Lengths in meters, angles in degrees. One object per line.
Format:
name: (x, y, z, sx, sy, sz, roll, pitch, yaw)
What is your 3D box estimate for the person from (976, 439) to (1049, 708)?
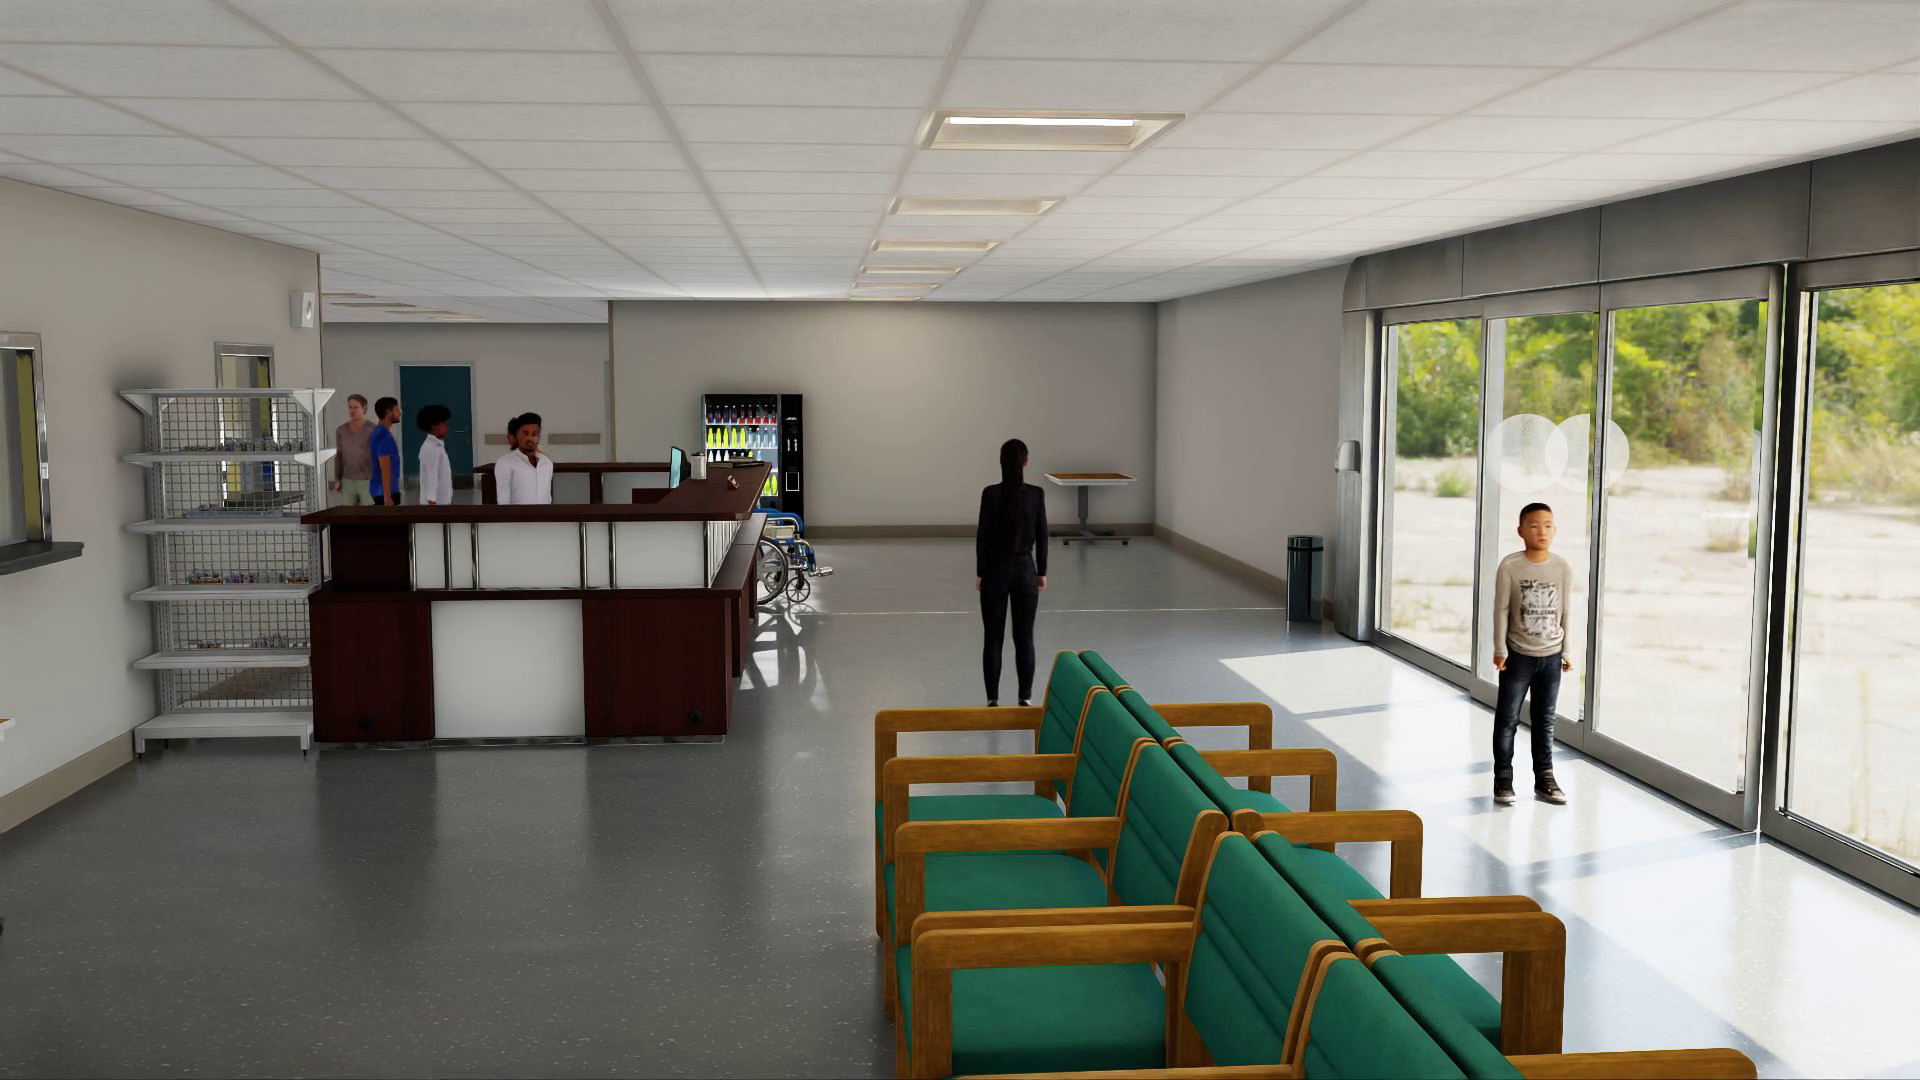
person: (0.302, 0.252, 9.846, 0.428, 1.710, 0.640, -1, 6, -8)

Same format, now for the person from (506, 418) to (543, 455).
person: (-4.205, -0.368, 16.259, 0.840, 1.661, 0.691, 1, 6, 6)

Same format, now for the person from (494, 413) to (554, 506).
person: (-3.184, -0.038, 12.227, 0.786, 1.810, 0.724, 5, 7, 40)

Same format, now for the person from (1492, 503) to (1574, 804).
person: (2.807, 0.544, 8.173, 0.437, 1.465, 0.595, 0, 6, -4)

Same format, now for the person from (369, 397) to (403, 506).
person: (-5.570, -0.426, 15.881, 0.867, 1.852, 0.727, -2, 6, -19)

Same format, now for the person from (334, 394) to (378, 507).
person: (-6.306, -0.597, 17.489, 0.597, 1.869, 0.771, 1, 6, 6)

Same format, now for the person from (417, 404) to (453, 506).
person: (-4.913, -0.334, 15.325, 1.155, 1.780, 0.792, -2, 6, -18)
